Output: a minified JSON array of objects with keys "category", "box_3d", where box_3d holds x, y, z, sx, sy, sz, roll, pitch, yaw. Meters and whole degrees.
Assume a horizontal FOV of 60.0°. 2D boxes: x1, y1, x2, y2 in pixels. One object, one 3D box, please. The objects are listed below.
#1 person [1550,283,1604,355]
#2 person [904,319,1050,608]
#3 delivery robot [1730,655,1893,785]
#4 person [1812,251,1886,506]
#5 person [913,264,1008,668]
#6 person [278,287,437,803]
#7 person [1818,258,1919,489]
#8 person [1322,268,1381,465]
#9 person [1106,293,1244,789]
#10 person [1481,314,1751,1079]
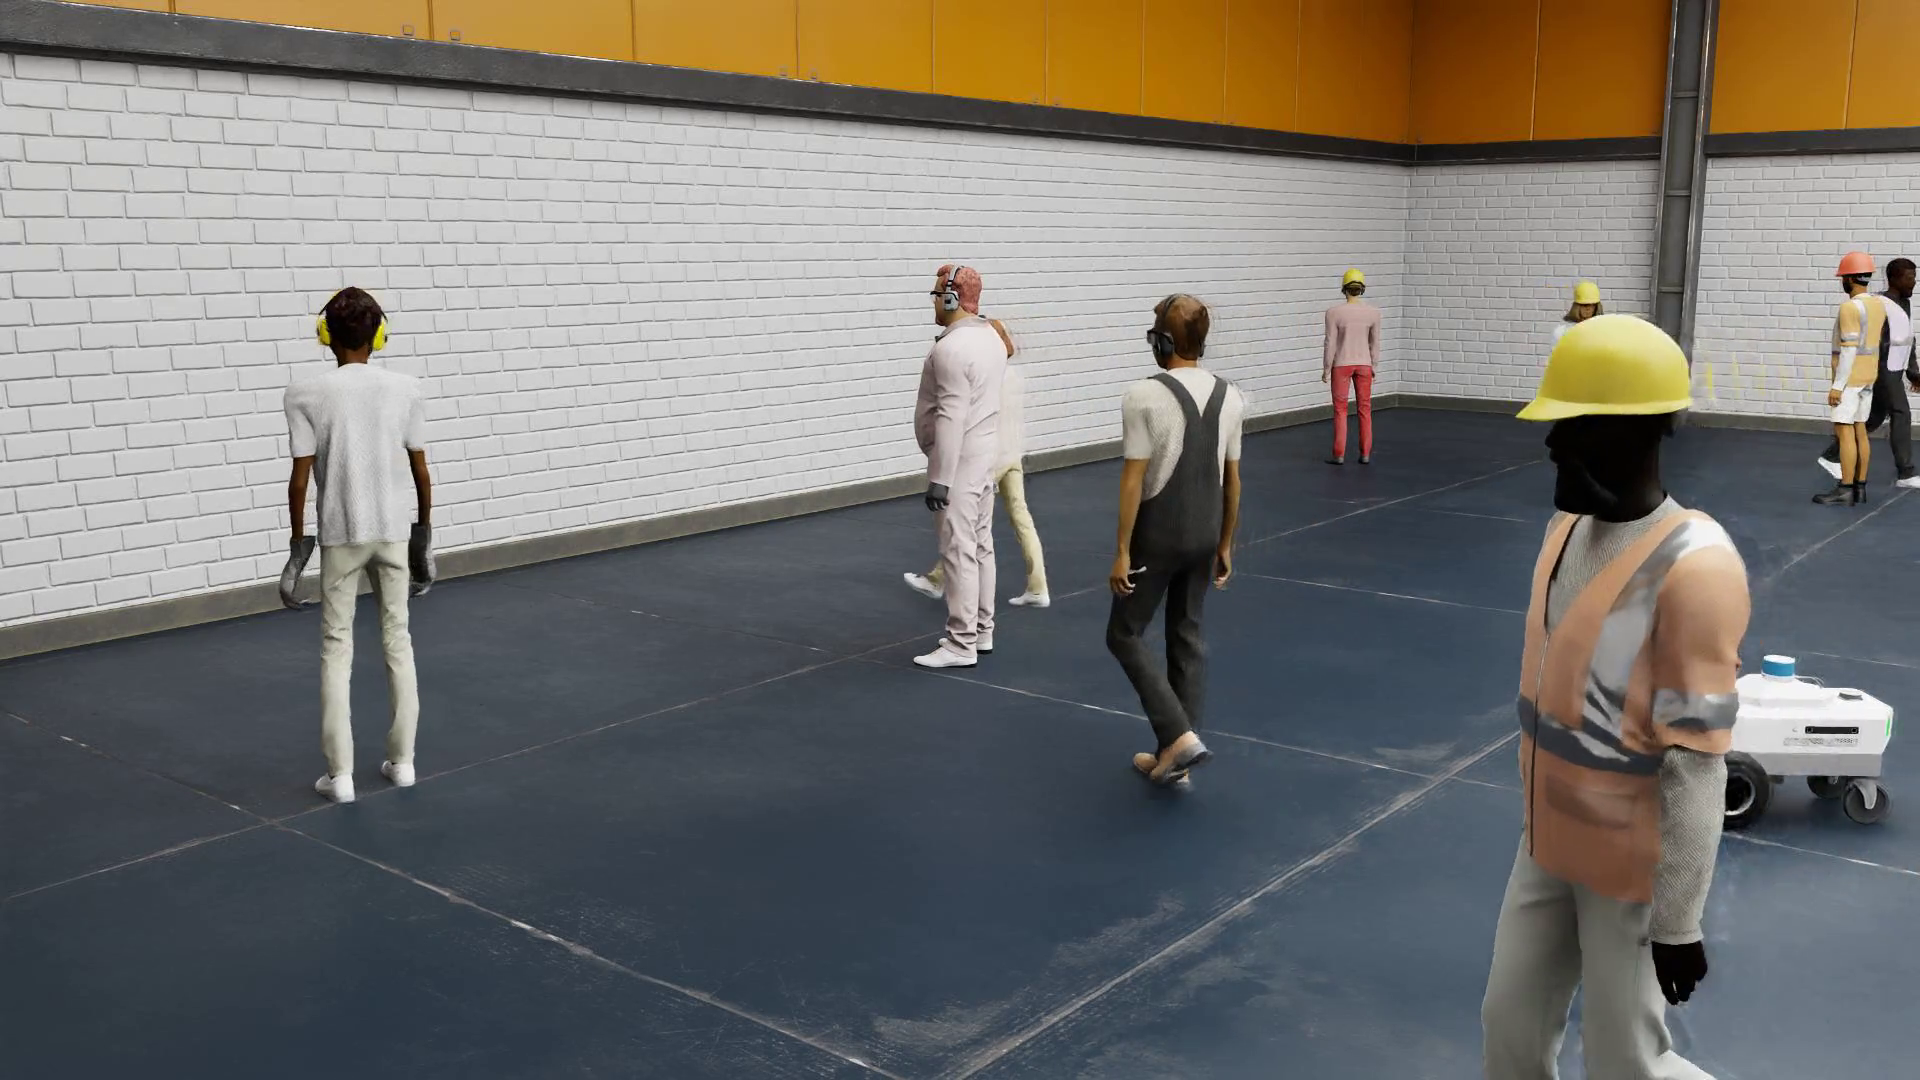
[{"category":"person","box_3d":[4.727,-1.084,12.594,0.492,1.697,0.896,0,10,3]},{"category":"person","box_3d":[0.131,-0.419,9.208,0.858,1.590,0.506,6,12,30]},{"category":"delivery robot","box_3d":[2.877,0.652,5.879,0.707,0.478,0.477,0,10,2]},{"category":"person","box_3d":[6.797,-1.227,12.720,0.552,1.933,0.368,-8,13,-38]},{"category":"person","box_3d":[-0.016,-0.347,7.926,0.409,1.907,0.651,4,11,19]},{"category":"person","box_3d":[-2.192,0.024,6.064,0.576,1.856,0.377,-6,12,-32]},{"category":"person","box_3d":[7.642,-1.390,13.769,0.588,1.885,0.950,-10,14,-44]},{"category":"person","box_3d":[3.518,-1.555,15.011,0.527,1.768,0.331,-1,10,-7]},{"category":"person","box_3d":[0.782,0.027,6.057,0.550,1.832,0.434,-5,11,-27]},{"category":"person","box_3d":[1.254,0.540,3.050,0.771,1.903,0.588,-1,10,-5]}]
